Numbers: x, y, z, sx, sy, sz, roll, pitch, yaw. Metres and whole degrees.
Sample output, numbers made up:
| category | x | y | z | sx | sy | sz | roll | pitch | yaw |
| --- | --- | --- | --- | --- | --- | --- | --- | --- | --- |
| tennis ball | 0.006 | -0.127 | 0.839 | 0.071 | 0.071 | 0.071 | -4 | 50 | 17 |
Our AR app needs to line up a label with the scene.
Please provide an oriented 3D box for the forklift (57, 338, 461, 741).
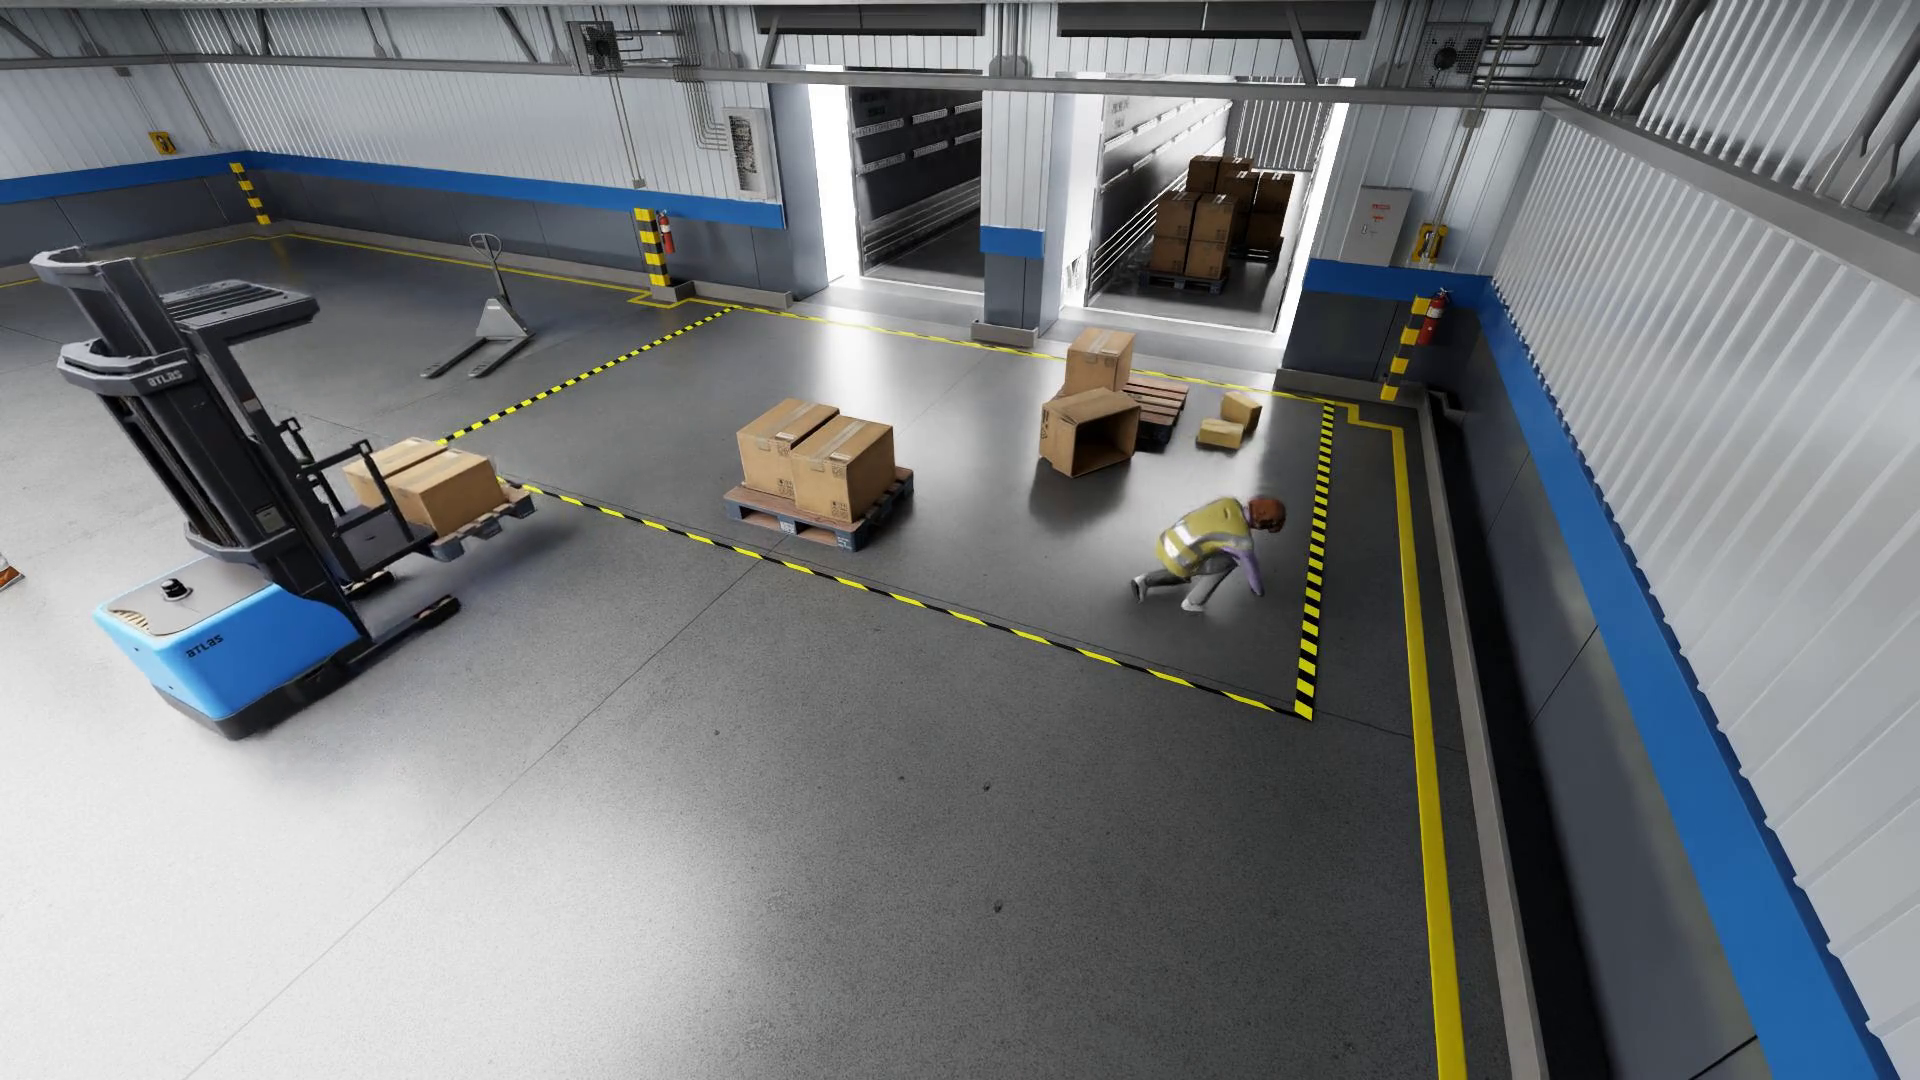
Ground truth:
| category | x | y | z | sx | sy | sz | roll | pitch | yaw |
| --- | --- | --- | --- | --- | --- | --- | --- | --- | --- |
| forklift | -4.094 | 0.015 | 3.908 | 0.716 | 2.013 | 0.776 | 15 | 38 | 20 |

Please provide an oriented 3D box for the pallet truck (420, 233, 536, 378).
| category | x | y | z | sx | sy | sz | roll | pitch | yaw |
| --- | --- | --- | --- | --- | --- | --- | --- | --- | --- |
| pallet truck | -5.664 | -2.712 | 8.427 | 0.680 | 1.201 | 1.601 | 0 | 35 | -1 |

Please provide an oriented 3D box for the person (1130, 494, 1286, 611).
| category | x | y | z | sx | sy | sz | roll | pitch | yaw |
| --- | --- | --- | --- | --- | --- | --- | --- | --- | --- |
| person | 1.614 | 0.074 | 4.911 | 0.907 | 0.869 | 0.654 | -7 | 36 | -9 |

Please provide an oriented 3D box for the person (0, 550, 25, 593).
| category | x | y | z | sx | sy | sz | roll | pitch | yaw |
| --- | --- | --- | --- | --- | --- | --- | --- | --- | --- |
| person | -6.904 | -0.455 | 4.647 | 0.604 | 1.948 | 0.396 | 8 | 36 | 12 |
